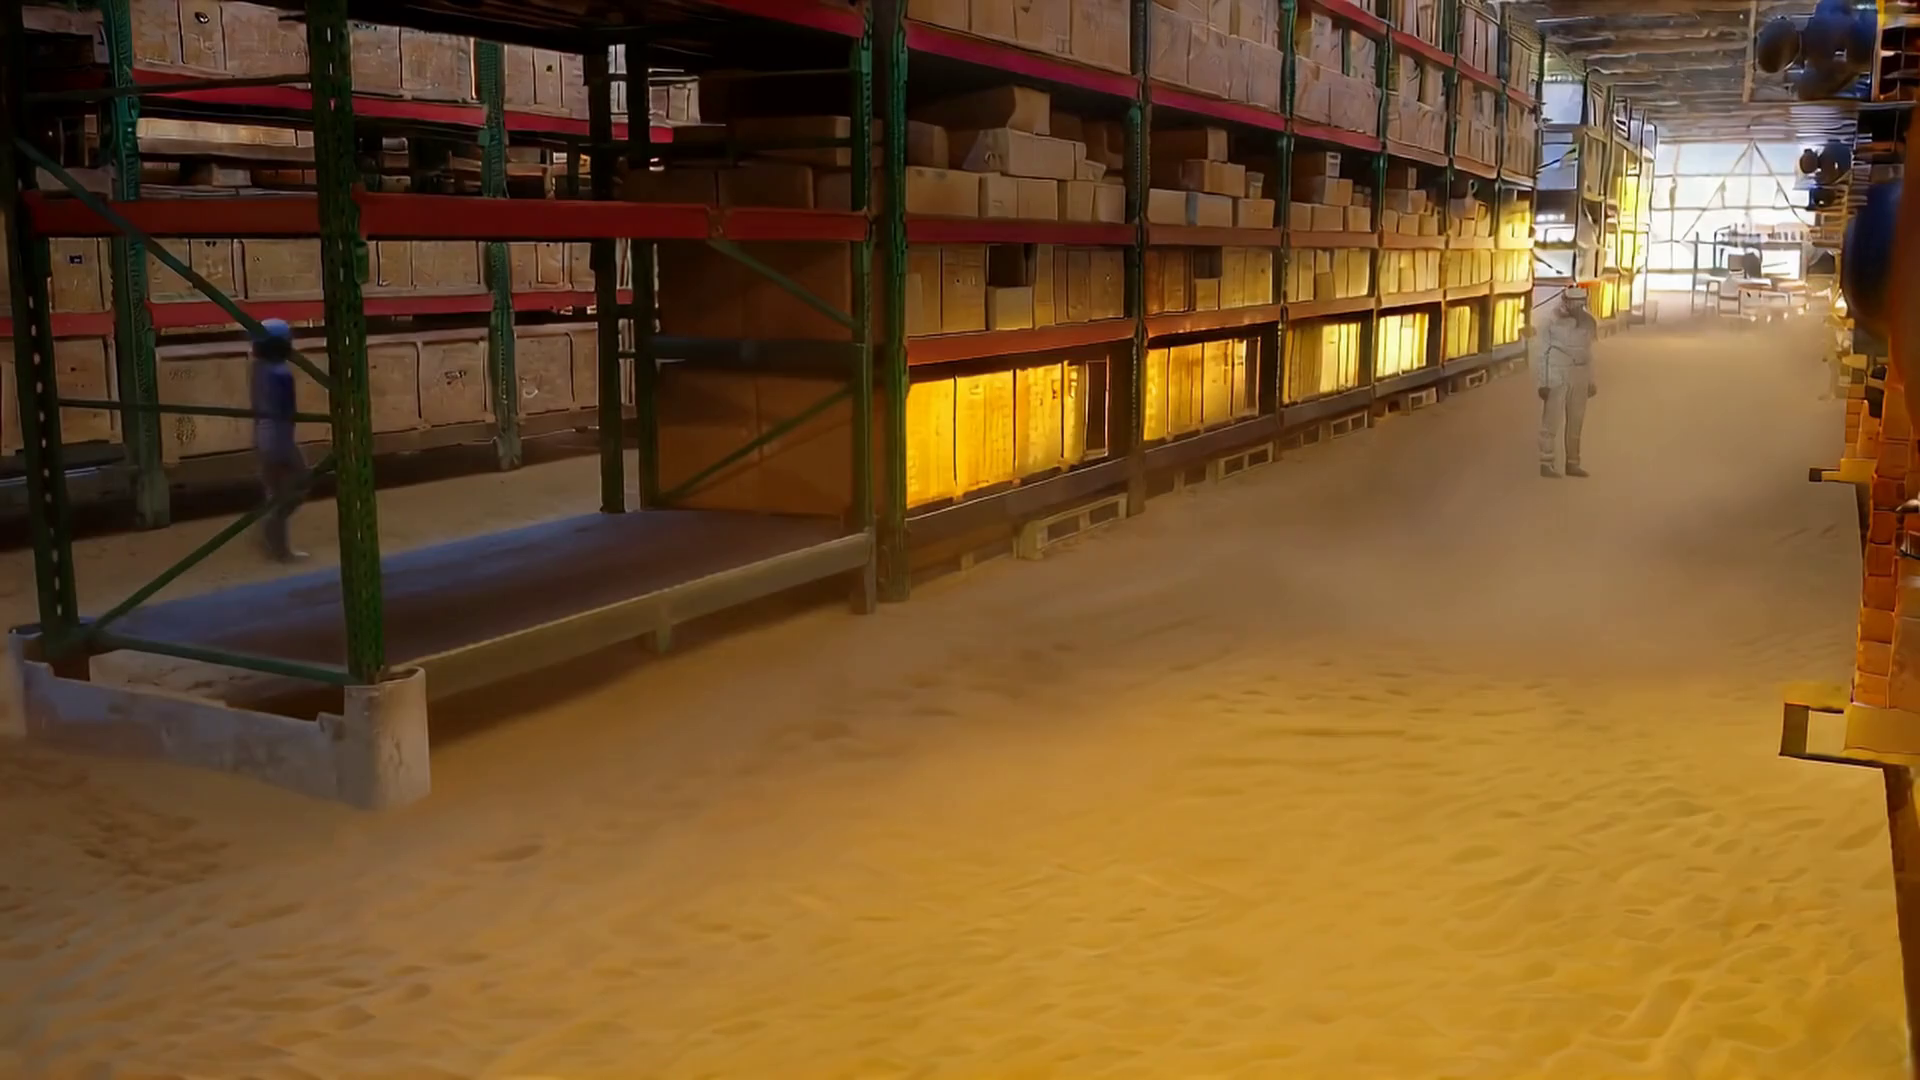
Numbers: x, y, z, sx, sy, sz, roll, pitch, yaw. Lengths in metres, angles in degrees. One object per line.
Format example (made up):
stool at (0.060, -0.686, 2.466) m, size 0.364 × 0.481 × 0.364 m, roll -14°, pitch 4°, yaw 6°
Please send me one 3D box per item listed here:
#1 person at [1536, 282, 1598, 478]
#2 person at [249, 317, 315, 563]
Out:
person at (5.905, -1.546, 16.155) m, size 0.648 × 1.897 × 0.398 m, roll -2°, pitch 10°, yaw -14°
person at (-4.755, -0.686, 11.624) m, size 0.506 × 1.728 × 0.368 m, roll 9°, pitch 13°, yaw 42°
